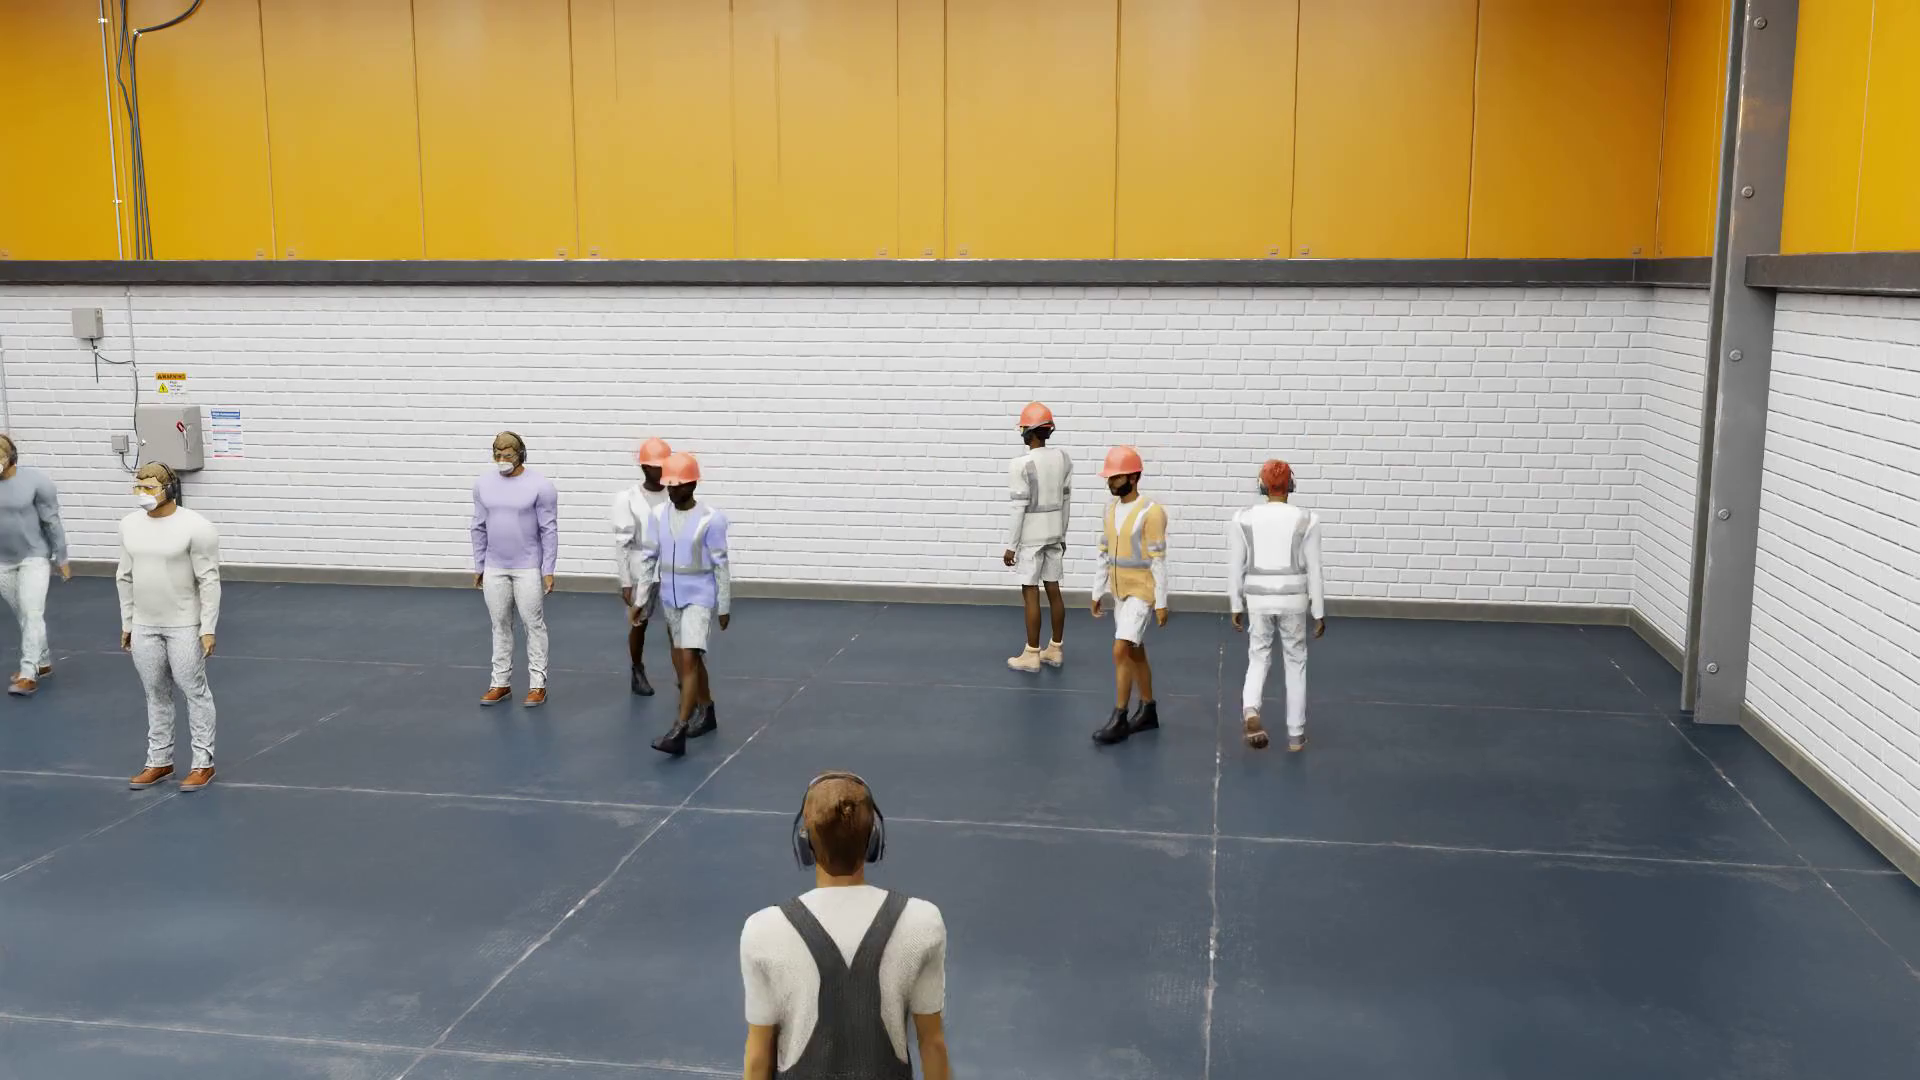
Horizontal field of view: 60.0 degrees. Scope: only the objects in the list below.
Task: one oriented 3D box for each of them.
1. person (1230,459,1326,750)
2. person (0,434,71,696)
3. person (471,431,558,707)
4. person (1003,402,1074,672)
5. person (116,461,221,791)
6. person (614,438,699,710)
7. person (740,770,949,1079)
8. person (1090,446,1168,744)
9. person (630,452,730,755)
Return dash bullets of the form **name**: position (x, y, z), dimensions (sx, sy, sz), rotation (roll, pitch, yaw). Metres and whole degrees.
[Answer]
- **person**: position (1.969, 0.430, 10.405), dimensions (0.608, 1.866, 0.634), rotation (4, 10, 21)
- **person**: position (-6.822, 0.173, 11.990), dimensions (0.650, 1.887, 0.848), rotation (0, 9, -2)
- **person**: position (-3.103, 0.200, 11.589), dimensions (0.627, 1.936, 0.372), rotation (2, 9, 10)
- **person**: position (0.576, -0.021, 12.617), dimensions (0.605, 2.045, 0.378), rotation (-8, 12, -40)
- **person**: position (-4.616, 0.503, 9.708), dimensions (0.627, 1.940, 0.372), rotation (2, 9, 10)
- **person**: position (-2.125, 0.227, 11.587), dimensions (0.566, 1.880, 1.016), rotation (-5, 10, -27)
- **person**: position (-0.278, 1.470, 4.100), dimensions (0.503, 1.832, 0.506), rotation (-2, 9, -11)
- **person**: position (1.033, 0.349, 10.735), dimensions (0.779, 1.905, 0.574), rotation (-6, 11, -32)
- **person**: position (-1.790, 0.395, 10.524), dimensions (0.570, 1.892, 0.957), rotation (5, 10, 27)
